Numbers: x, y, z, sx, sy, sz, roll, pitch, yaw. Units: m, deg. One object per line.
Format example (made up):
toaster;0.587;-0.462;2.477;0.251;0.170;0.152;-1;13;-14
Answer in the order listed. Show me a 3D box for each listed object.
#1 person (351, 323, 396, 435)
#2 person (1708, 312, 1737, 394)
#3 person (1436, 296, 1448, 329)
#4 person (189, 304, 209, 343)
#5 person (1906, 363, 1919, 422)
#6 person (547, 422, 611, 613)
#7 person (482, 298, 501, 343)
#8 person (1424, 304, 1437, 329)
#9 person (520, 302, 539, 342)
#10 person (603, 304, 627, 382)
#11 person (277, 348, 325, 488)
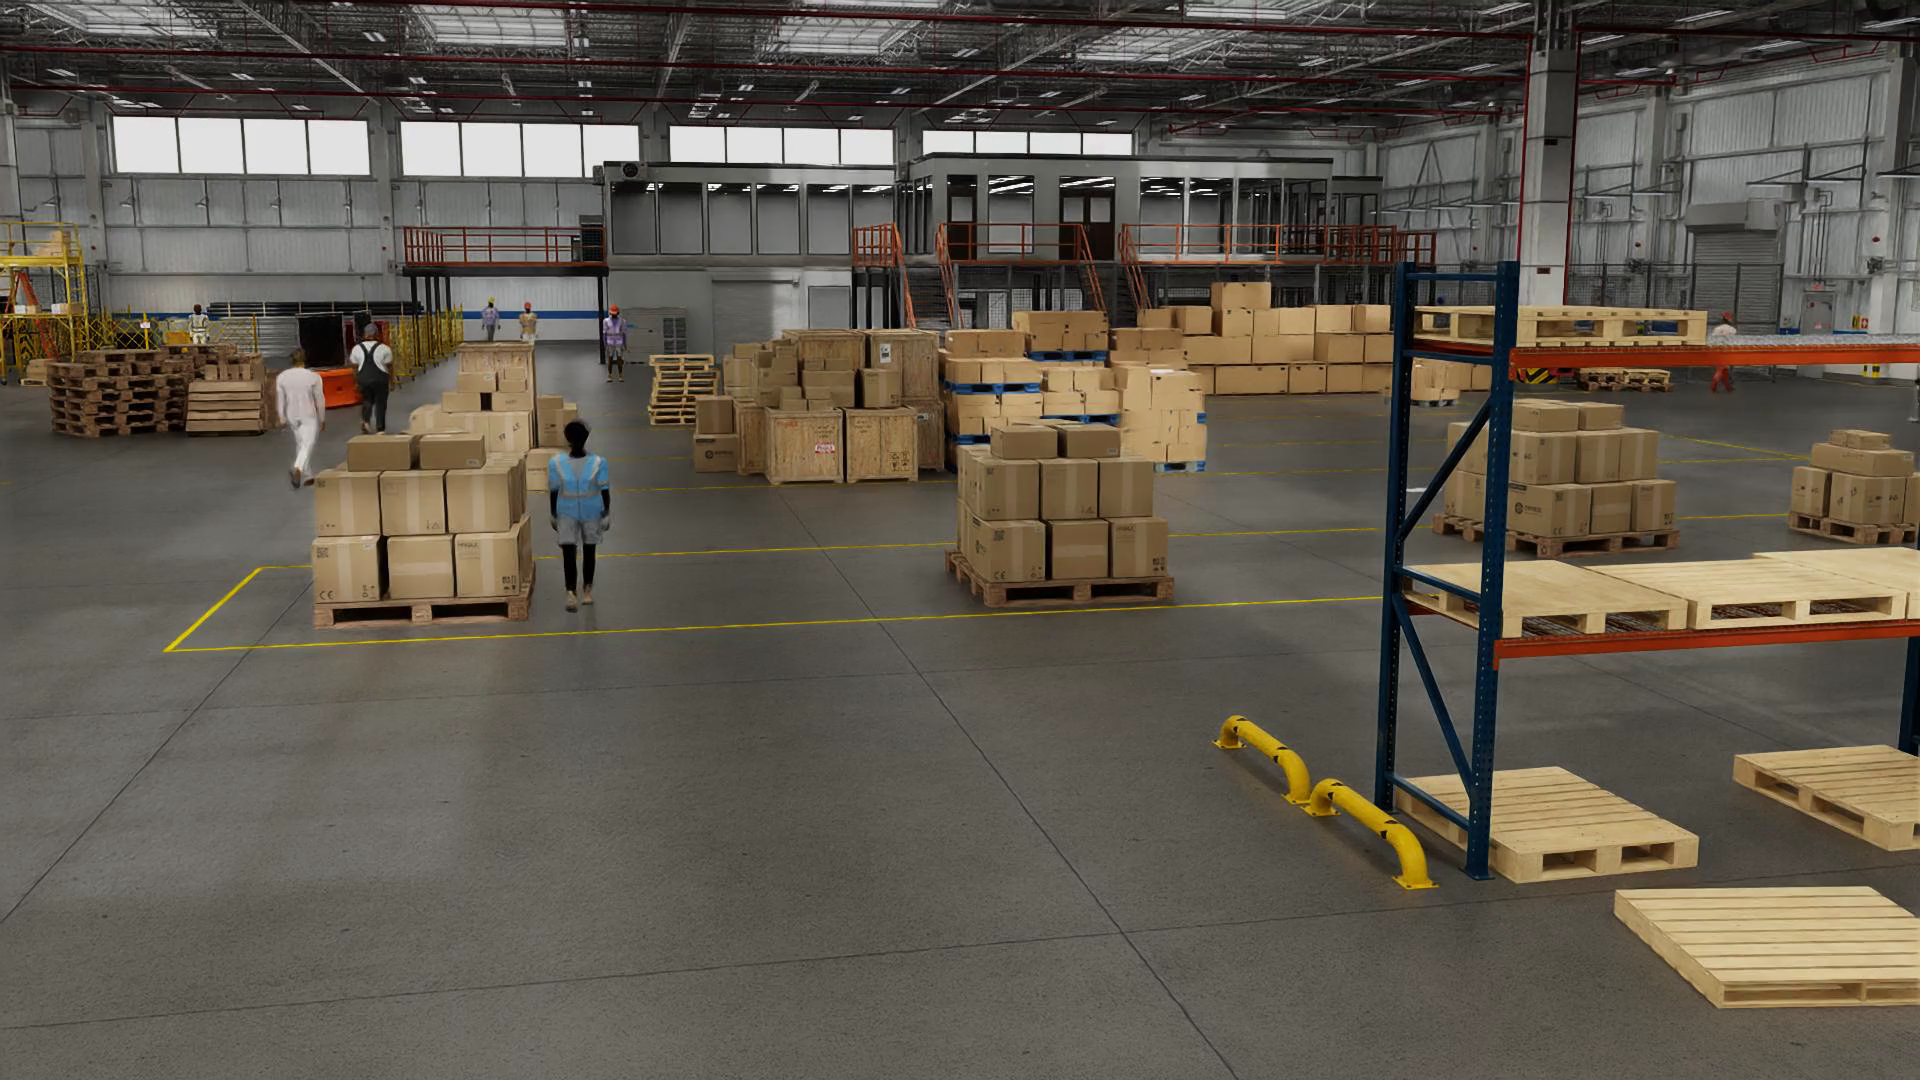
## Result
person;-10.384;-2.849;29.544;0.690;2.000;0.537;0;9;-2
person;18.177;-4.432;39.509;1.020;1.947;0.628;-4;10;-23
person;18.055;-8.189;62.446;0.617;1.926;0.769;0;9;-2
person;-23.175;-6.236;50.671;0.574;1.883;0.355;-2;10;-11
person;18.585;-3.175;31.977;0.635;1.888;0.828;-1;9;-5
person;-3.312;-0.196;14.498;0.546;1.647;0.881;-2;10;-12
person;-17.034;-7.866;60.560;0.610;1.885;0.902;-7;12;-37
person;15.312;-6.850;54.701;0.645;1.794;0.978;8;12;40
person;-13.555;-6.535;52.416;0.546;1.914;0.722;-5;10;-27
person;-9.034;-5.146;43.557;0.605;2.036;0.388;-2;10;-11
person;-8.978;-1.649;22.618;0.640;1.920;0.833;1;9;6
